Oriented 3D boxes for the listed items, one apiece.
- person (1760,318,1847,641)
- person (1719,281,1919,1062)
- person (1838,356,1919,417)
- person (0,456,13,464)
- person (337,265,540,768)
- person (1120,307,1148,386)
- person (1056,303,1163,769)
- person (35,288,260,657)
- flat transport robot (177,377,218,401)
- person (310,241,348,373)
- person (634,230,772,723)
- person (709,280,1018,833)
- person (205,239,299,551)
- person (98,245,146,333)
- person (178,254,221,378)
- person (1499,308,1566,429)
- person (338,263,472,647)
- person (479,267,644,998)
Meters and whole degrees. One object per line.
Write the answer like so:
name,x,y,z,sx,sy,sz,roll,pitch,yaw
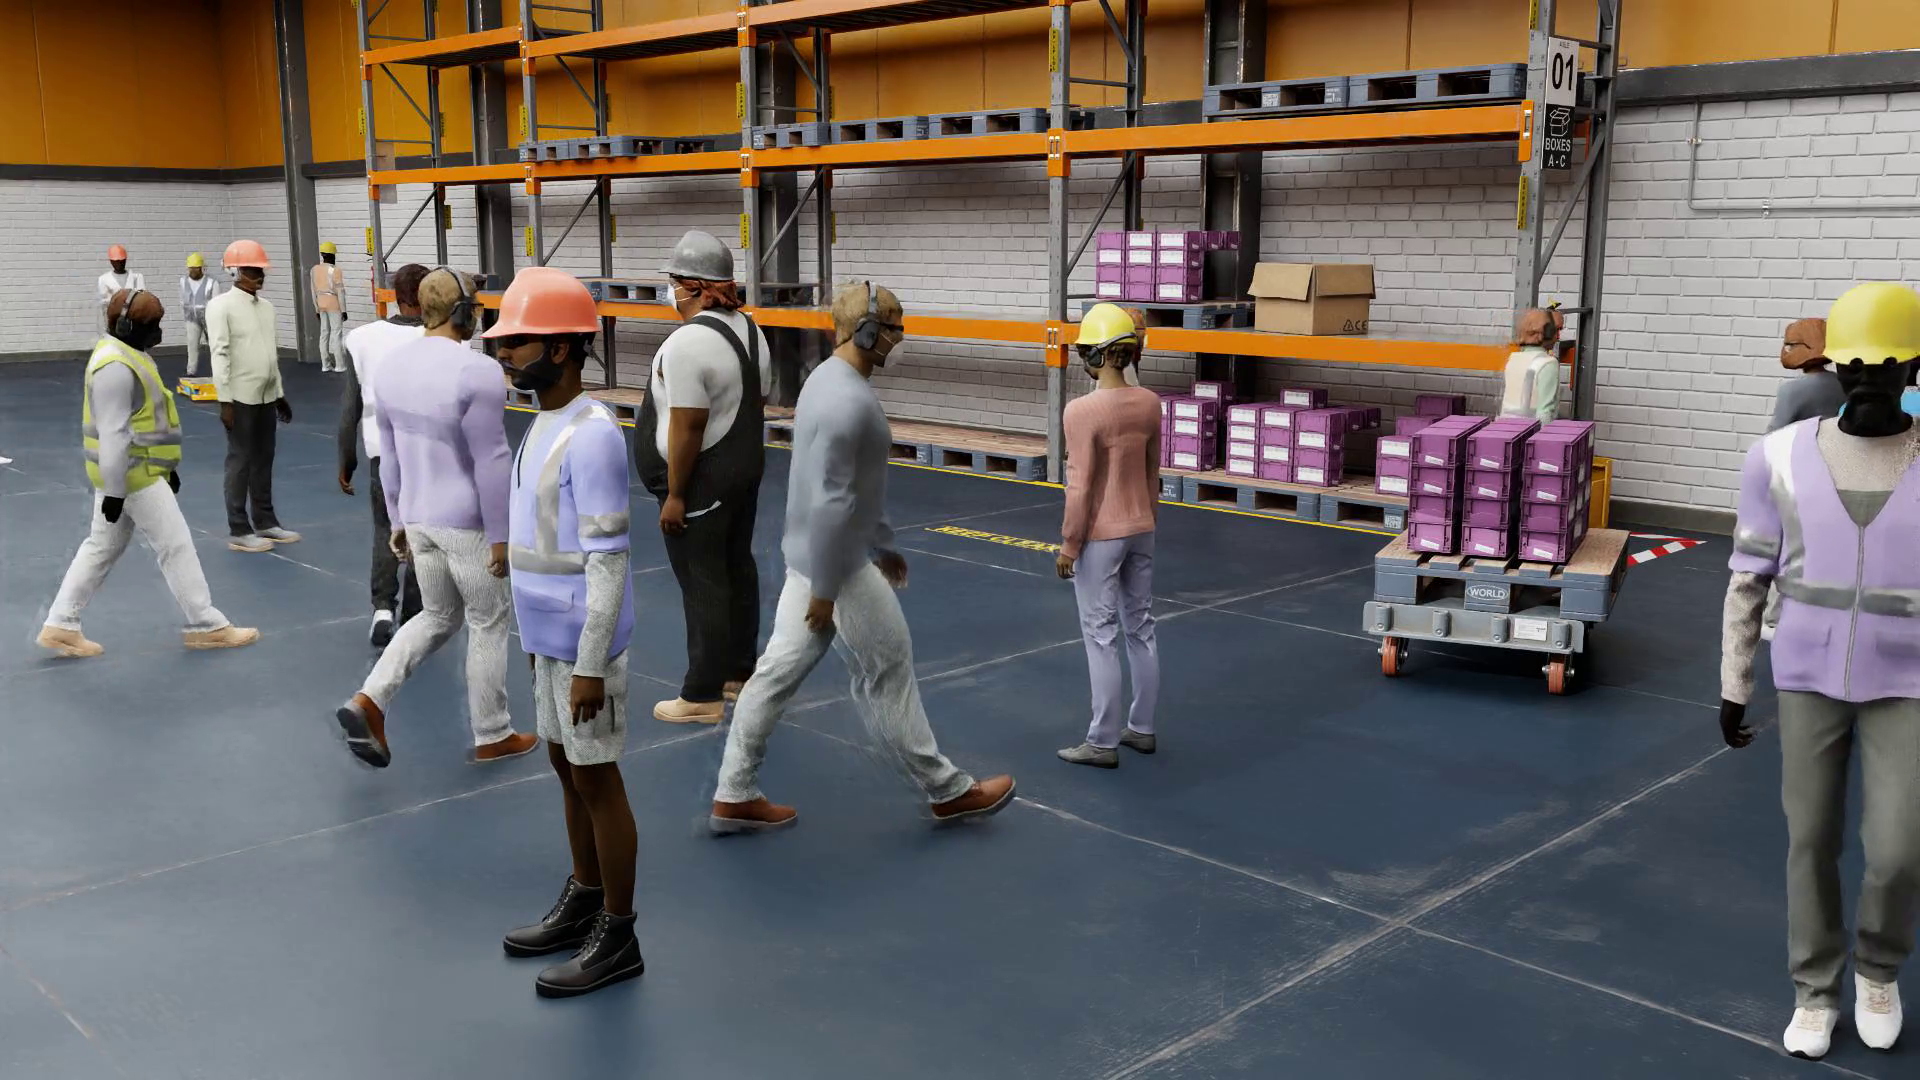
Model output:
person,4.143,-0.284,8.225,0.513,1.619,0.419,-7,12,-33
person,2.169,0.339,4.032,0.626,1.911,0.413,8,13,37
person,3.931,-0.056,6.897,0.546,1.665,0.774,3,11,14
person,-8.621,-1.561,14.554,0.321,1.861,0.532,0,10,2
person,-1.959,-0.052,6.195,0.633,1.923,0.688,7,12,33
person,0.916,-0.510,9.459,0.374,1.620,0.525,1,10,5
person,0.560,-0.014,6.368,0.528,1.767,0.329,-10,14,-43
person,-3.986,-0.311,7.962,0.973,1.780,0.648,-6,12,-28
flat transport robot,-9.290,-1.896,20.711,0.652,0.197,1.431,-7,12,-32
person,-9.291,-3.432,24.564,0.585,1.928,0.369,4,11,23
person,-1.101,-0.263,6.979,0.537,2.000,0.683,3,11,18
person,-0.366,0.078,5.565,1.065,1.876,0.654,-2,11,-11
person,-4.585,-0.936,10.770,0.387,1.994,0.616,2,11,12
person,-10.986,-2.922,21.875,0.549,1.900,0.959,-7,12,-33
person,-10.461,-3.059,22.981,0.607,1.767,1.023,-1,10,-5
person,3.169,-0.492,9.363,0.408,1.613,0.547,-2,11,-10
person,-2.667,-0.387,8.073,0.641,1.883,0.473,-2,11,-9
person,-1.060,0.250,4.459,0.360,1.939,0.543,-6,12,-28
